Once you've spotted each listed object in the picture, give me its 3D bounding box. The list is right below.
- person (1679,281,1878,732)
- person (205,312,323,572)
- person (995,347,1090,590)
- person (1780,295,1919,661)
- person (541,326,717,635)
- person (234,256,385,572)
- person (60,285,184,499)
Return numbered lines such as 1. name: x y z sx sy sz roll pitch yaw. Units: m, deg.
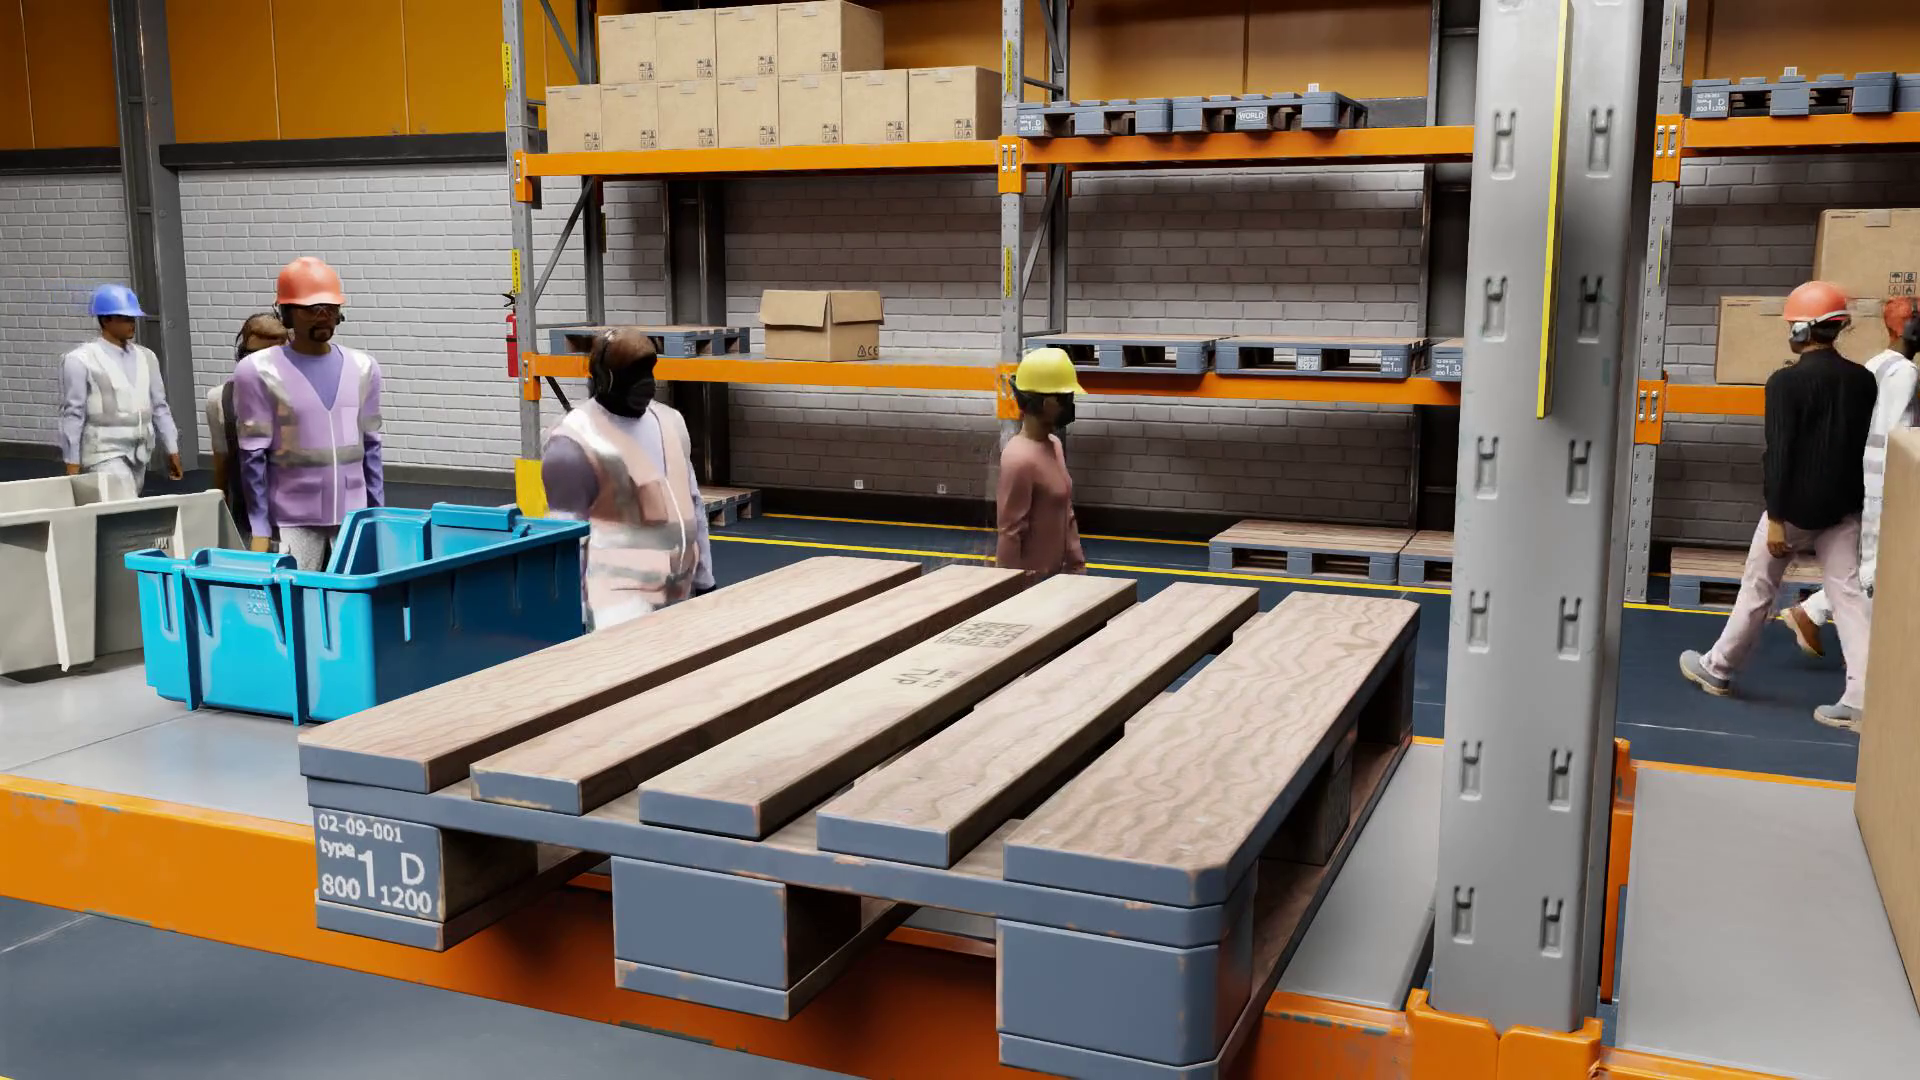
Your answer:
1. person: 3.748 -0.168 7.403 0.633 1.936 1.050 -3 10 -17
2. person: -2.848 -0.028 6.891 0.531 1.815 0.588 -1 10 -7
3. person: 0.270 0.152 6.125 0.911 1.722 0.539 2 10 14
4. person: 4.425 -0.256 8.117 0.567 1.867 0.606 3 10 16
5. person: -1.172 0.160 5.804 0.895 1.815 0.617 5 11 28
6. person: -2.574 -0.109 6.720 0.396 2.044 0.609 8 13 41
7. person: -4.772 -0.504 9.545 1.037 1.889 0.630 3 10 18
